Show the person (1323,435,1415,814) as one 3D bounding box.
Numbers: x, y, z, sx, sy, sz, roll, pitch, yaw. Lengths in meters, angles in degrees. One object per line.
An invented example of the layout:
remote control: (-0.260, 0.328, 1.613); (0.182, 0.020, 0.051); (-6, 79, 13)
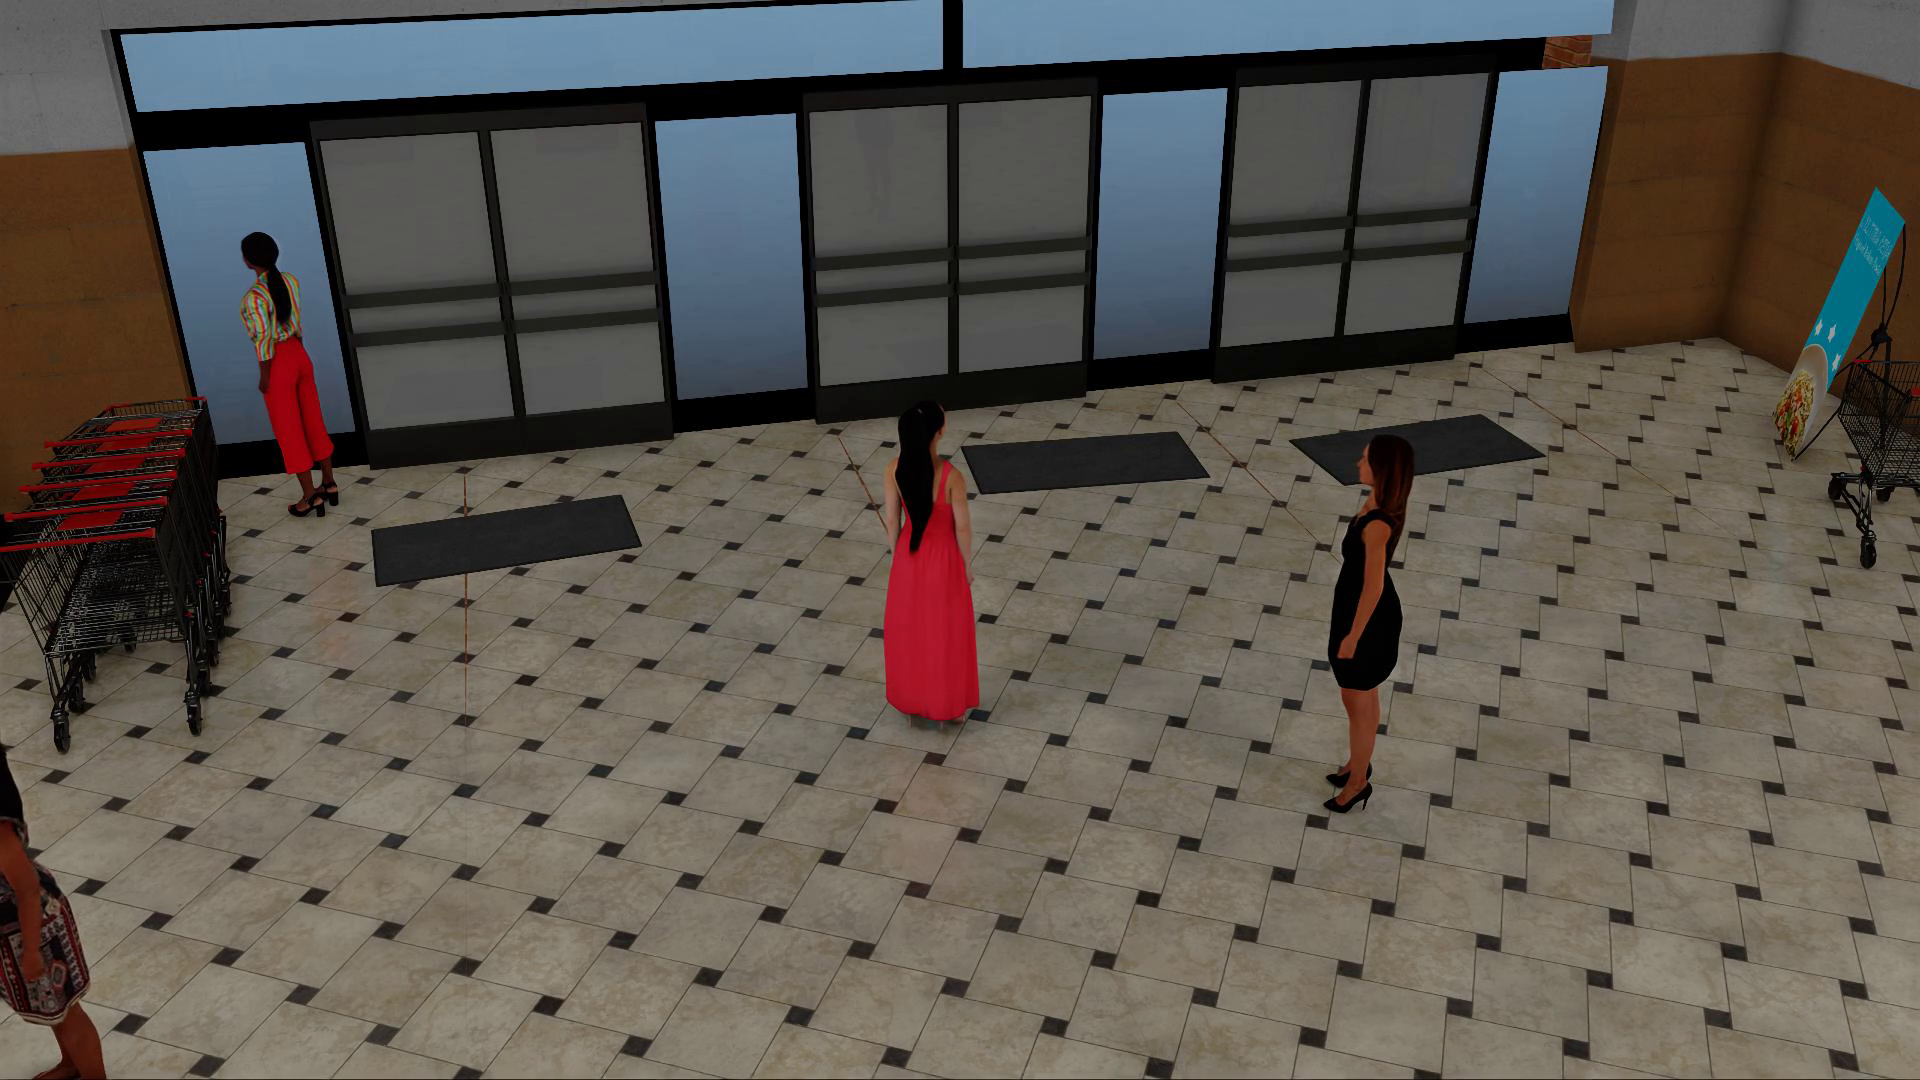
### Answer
person: (1.783, 0.388, 7.314); (0.730, 1.834, 0.635); (9, 28, 17)

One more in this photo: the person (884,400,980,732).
person: (-0.148, 0.136, 7.929); (0.715, 1.727, 0.752); (10, 29, 19)

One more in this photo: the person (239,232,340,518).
person: (-4.085, -0.993, 10.084); (0.744, 1.792, 0.640); (8, 28, 15)

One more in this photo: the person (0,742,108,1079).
person: (-3.215, 1.310, 5.706); (0.786, 1.645, 0.637); (-21, 34, -36)
